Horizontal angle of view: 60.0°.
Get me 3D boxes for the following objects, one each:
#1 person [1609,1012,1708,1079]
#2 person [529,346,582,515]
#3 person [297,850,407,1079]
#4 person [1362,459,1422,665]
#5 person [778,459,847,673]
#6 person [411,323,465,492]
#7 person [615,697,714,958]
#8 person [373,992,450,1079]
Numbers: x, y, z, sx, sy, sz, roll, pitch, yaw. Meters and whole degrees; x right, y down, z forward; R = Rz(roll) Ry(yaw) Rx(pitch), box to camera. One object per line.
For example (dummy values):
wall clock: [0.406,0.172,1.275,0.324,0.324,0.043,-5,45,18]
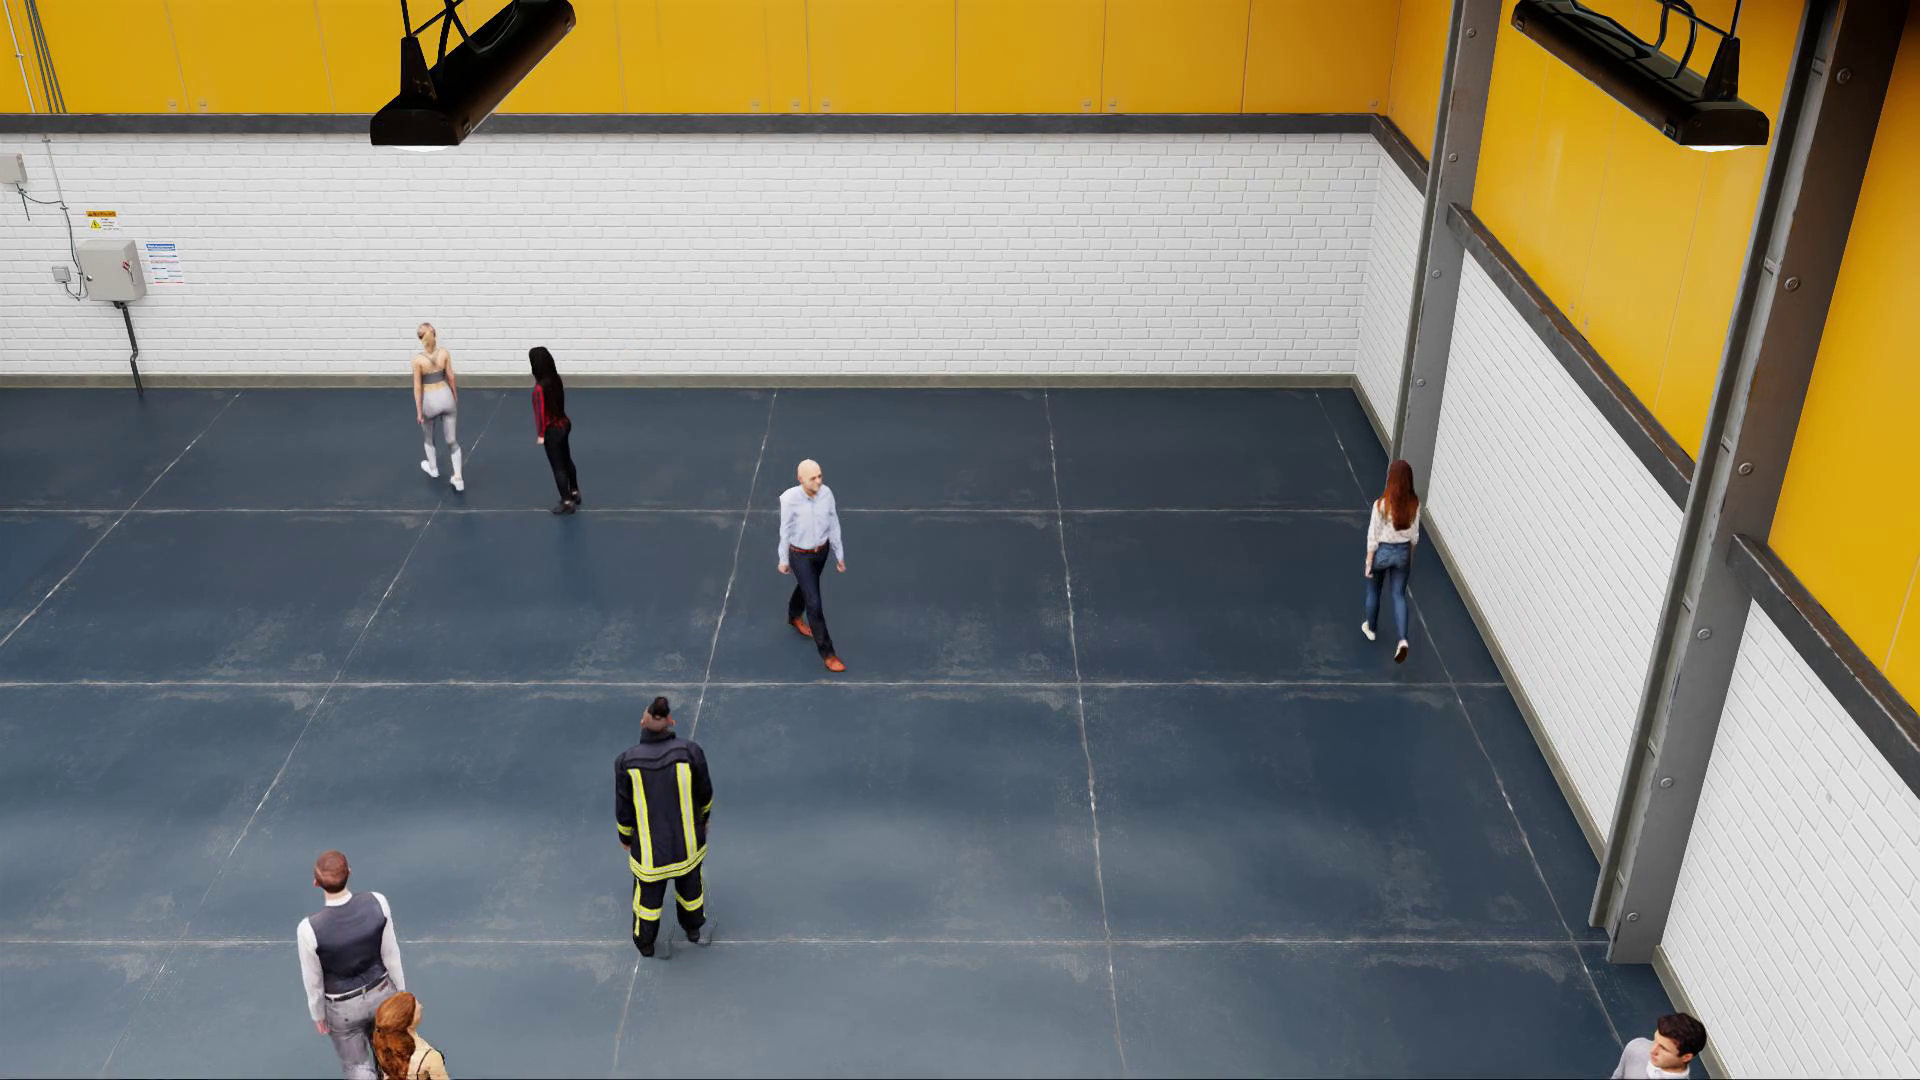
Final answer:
person: [3.256,2.999,7.959,0.869,1.923,0.692,-9,30,-15]
person: [-3.790,-1.034,15.642,0.664,1.647,0.490,4,29,7]
person: [-3.172,2.504,8.881,1.078,1.909,1.208,-20,34,-32]
person: [3.489,0.190,13.337,0.608,1.705,1.009,-2,29,-4]
person: [-1.257,0.128,13.416,1.137,1.737,1.299,-20,35,-32]
person: [-4.991,-1.256,16.007,0.886,1.686,0.993,-19,34,-30]
person: [-1.806,1.773,10.272,0.844,1.861,0.813,-11,31,-20]
person: [-2.764,2.948,8.376,0.717,1.614,0.749,15,32,25]
